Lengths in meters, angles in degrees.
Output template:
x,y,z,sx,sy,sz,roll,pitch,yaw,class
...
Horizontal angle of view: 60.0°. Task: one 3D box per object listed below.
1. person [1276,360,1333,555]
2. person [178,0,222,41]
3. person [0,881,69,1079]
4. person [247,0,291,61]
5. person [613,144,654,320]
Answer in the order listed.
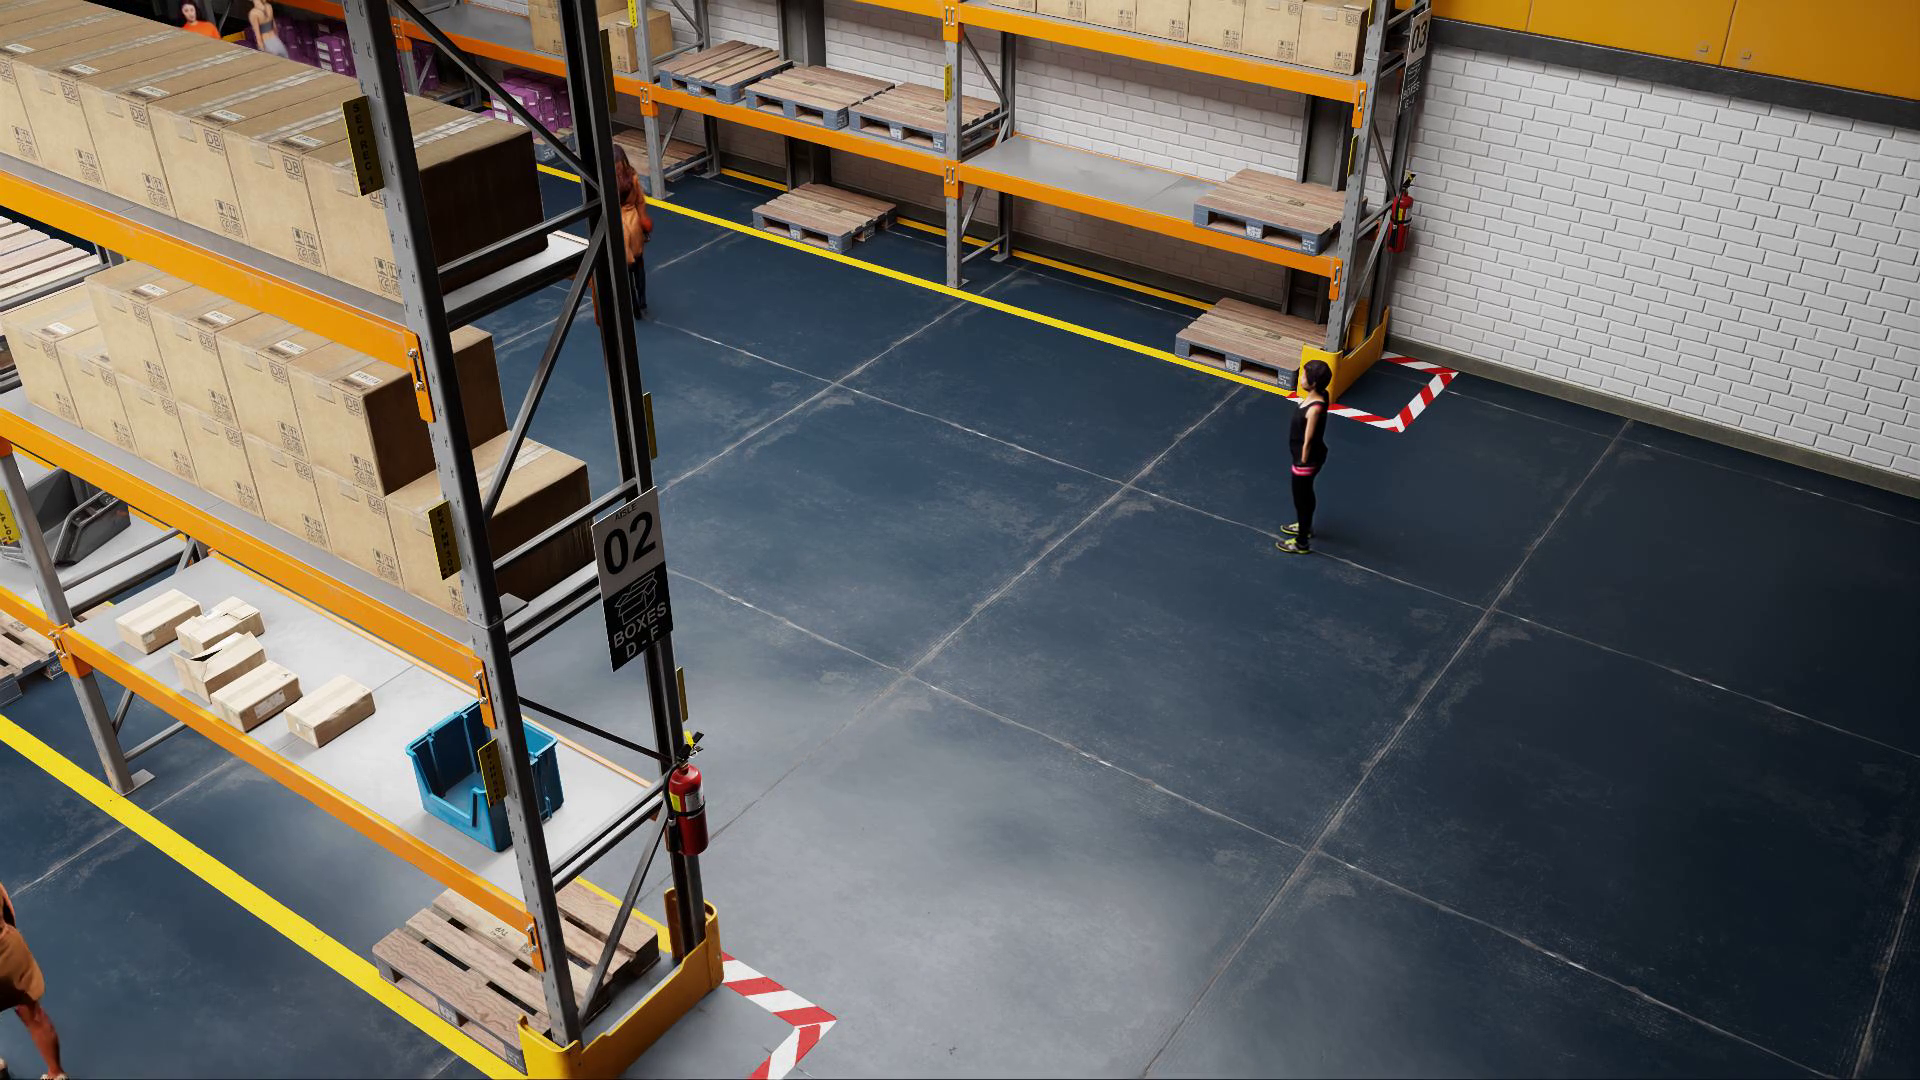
x,y,z,sx,sy,sz,roll,pitch,yaw,class
2.571,-0.625,12.264,0.608,1.550,0.602,8,34,11,person
-8.758,-5.436,19.353,0.867,1.715,1.173,-22,39,-29,person
-4.618,2.114,8.036,0.835,1.668,0.669,15,37,22,person
-8.186,-5.811,19.975,1.178,1.651,0.652,18,38,25,person
-3.084,-2.818,15.415,0.843,1.715,0.844,-15,36,-21,person
